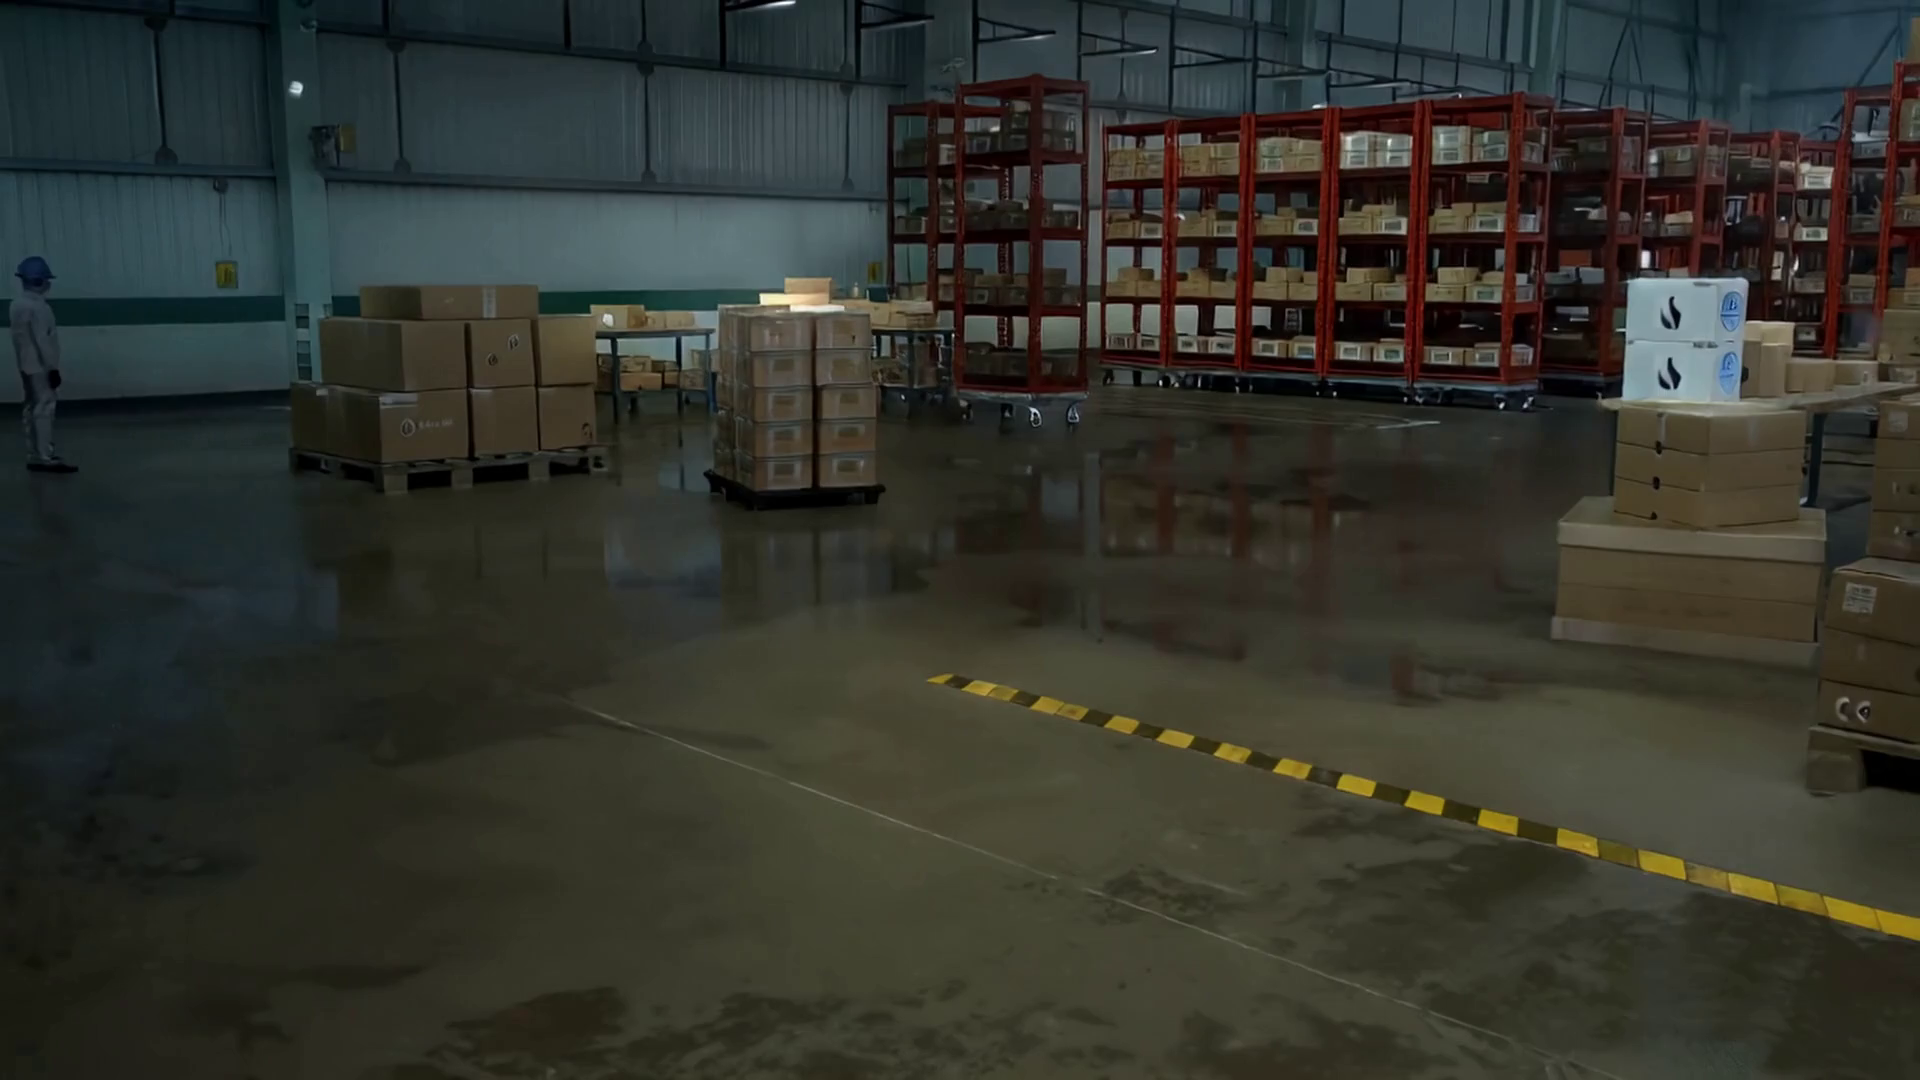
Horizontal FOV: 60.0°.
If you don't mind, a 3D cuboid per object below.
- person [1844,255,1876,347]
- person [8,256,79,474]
[{"bbox_3d":[14.410,-3.637,26.665,0.757,1.819,0.607,-5,11,-30],"label":"person"},{"bbox_3d":[-7.451,-1.413,13.487,0.561,1.753,0.331,8,12,39],"label":"person"}]
